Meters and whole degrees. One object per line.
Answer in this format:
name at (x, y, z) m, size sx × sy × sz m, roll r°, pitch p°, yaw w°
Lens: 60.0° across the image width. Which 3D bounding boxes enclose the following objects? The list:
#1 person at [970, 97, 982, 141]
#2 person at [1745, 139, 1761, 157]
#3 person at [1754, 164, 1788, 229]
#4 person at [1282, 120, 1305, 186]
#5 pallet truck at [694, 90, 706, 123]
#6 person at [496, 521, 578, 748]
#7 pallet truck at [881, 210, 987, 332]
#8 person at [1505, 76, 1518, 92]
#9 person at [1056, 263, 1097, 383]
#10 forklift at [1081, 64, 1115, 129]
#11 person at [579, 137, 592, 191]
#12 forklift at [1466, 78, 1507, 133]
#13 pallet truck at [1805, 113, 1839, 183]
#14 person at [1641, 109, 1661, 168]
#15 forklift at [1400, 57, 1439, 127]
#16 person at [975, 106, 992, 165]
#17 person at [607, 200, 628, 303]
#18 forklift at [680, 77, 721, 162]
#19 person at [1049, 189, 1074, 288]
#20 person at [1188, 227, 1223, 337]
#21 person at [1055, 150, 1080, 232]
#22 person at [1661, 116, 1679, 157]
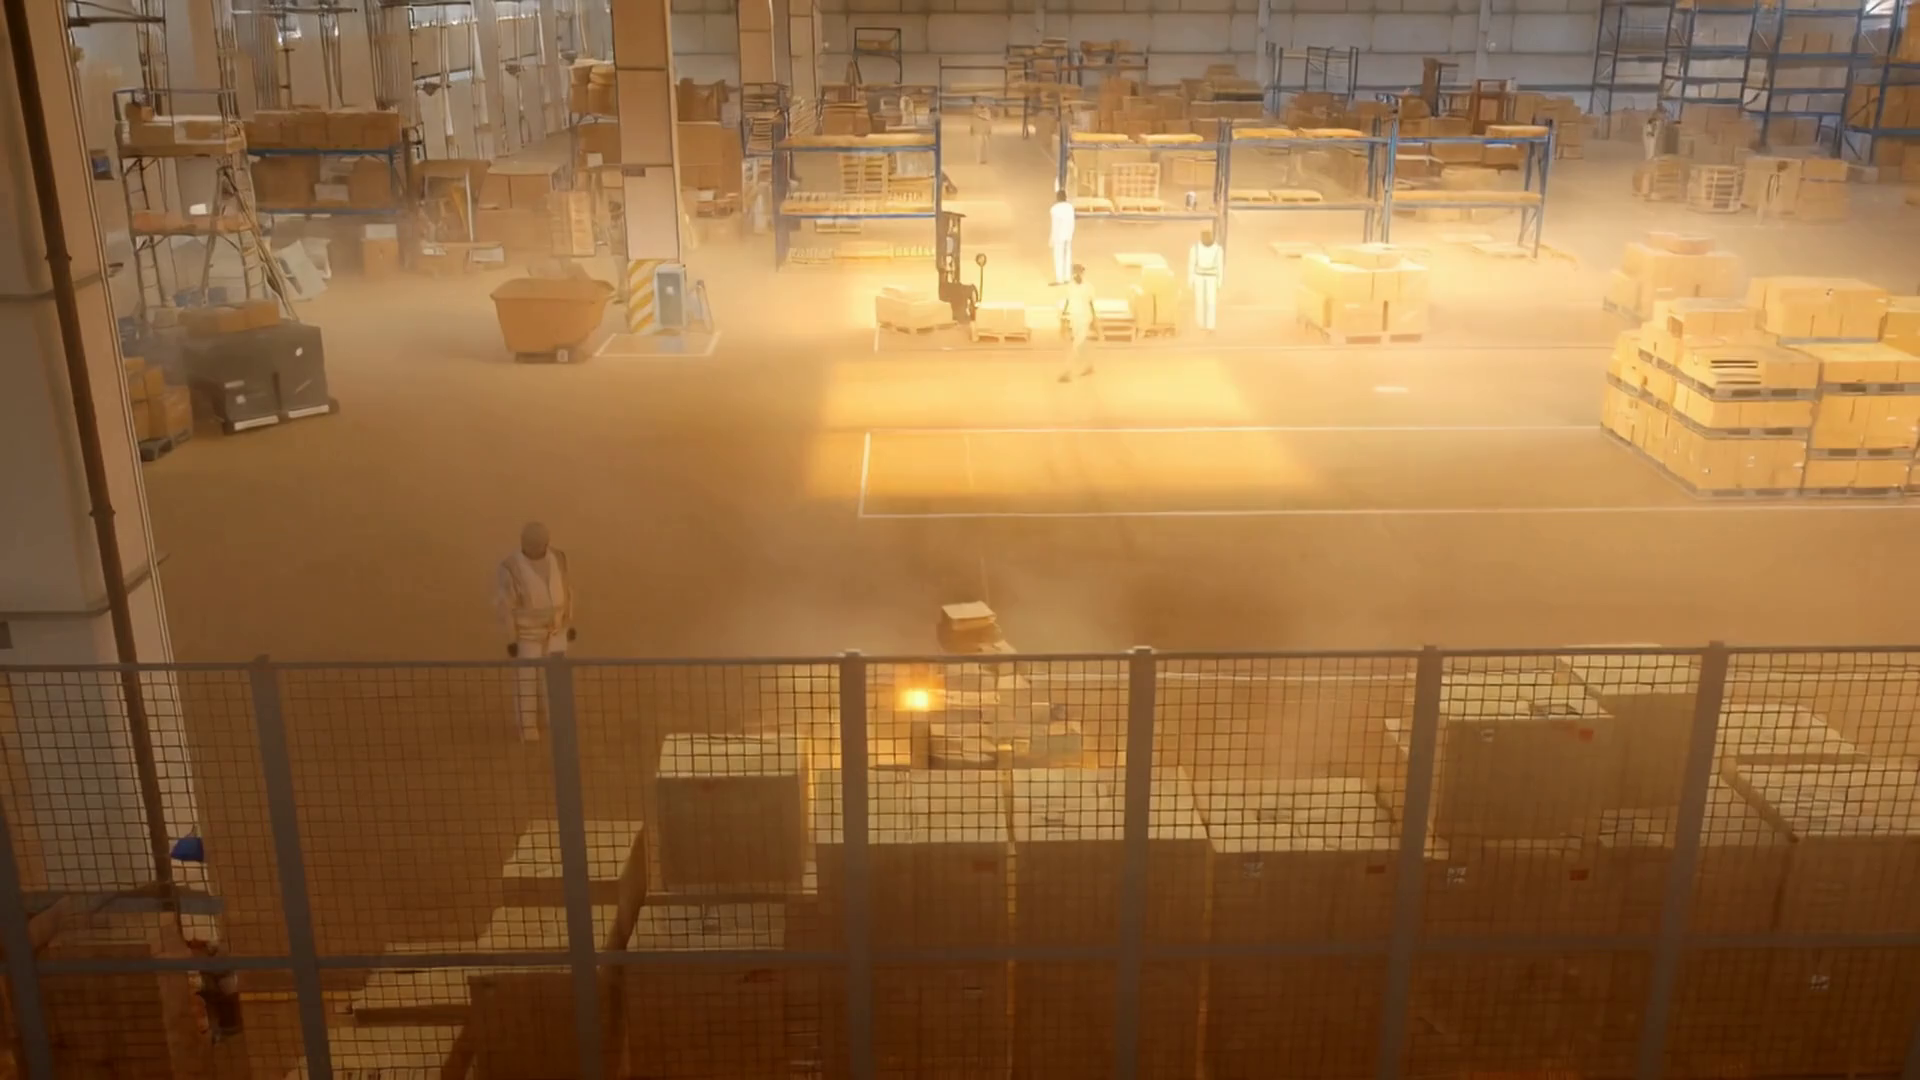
person at (0.606, -16.081, 63.445) m, size 0.554 × 1.644 × 0.873 m, roll 7°, pitch 20°, yaw 19°
person at (22.056, -10.303, 46.283) m, size 0.539 × 1.677 × 0.502 m, roll -4°, pitch 19°, yaw -12°
person at (20.016, -8.426, 40.852) m, size 0.790 × 1.588 × 0.533 m, roll 16°, pitch 24°, yaw 39°
person at (9.981, -11.591, 49.743) m, size 0.660 × 1.911 × 0.836 m, roll -8°, pitch 20°, yaw -22°
pallet truck at (-9.671, -15.907, 62.421) m, size 0.823 × 1.965 × 1.885 m, roll 5°, pitch 19°, yaw 15°
person at (-3.351, 0.734, 13.305) m, size 0.619 × 1.838 × 0.430 m, roll -17°, pitch 25°, yaw -42°
pallet truck at (-0.493, -4.759, 29.349) m, size 1.885 × 1.965 × 0.823 m, roll -13°, pitch 23°, yaw -34°
person at (23.964, -19.238, 72.450) m, size 0.560 × 1.915 × 0.849 m, roll 8°, pitch 20°, yaw 23°
person at (1.778, -3.326, 25.379) m, size 0.547 × 1.813 × 0.996 m, roll 16°, pitch 25°, yaw 40°
forklift at (5.614, -16.638, 63.230) m, size 1.873 × 2.768 × 1.129 m, roll -2°, pitch 19°, yaw -5°
person at (-9.948, -9.706, 44.134) m, size 0.371 × 1.927 × 0.588 m, roll -4°, pitch 19°, yaw -12°
forklift at (17.246, -13.658, 54.390) m, size 1.129 × 2.768 × 1.873 m, roll 0°, pitch 19°, yaw -1°
pallet truck at (26.403, -11.957, 50.702) m, size 0.823 × 1.965 × 1.885 m, roll 6°, pitch 19°, yaw 16°
person at (22.501, -13.044, 54.066) m, size 0.390 × 1.912 × 0.589 m, roll -3°, pitch 19°, yaw -10°
forklift at (19.363, -18.501, 68.756) m, size 1.873 × 2.768 × 1.129 m, roll -1°, pitch 19°, yaw -1°
person at (0.767, -13.518, 55.525) m, size 0.625 × 1.891 × 1.057 m, roll -5°, pitch 19°, yaw -13°
person at (-6.477, -5.484, 31.609) m, size 0.366 × 1.926 × 0.594 m, roll -13°, pitch 23°, yaw -33°
forklift at (-8.944, -13.866, 55.007) m, size 1.873 × 2.768 × 1.129 m, roll -1°, pitch 19°, yaw -1°
person at (2.013, -6.019, 33.176) m, size 0.632 × 1.938 × 0.359 m, roll -17°, pitch 25°, yaw -41°
person at (4.210, -4.411, 28.515) m, size 0.592 × 1.863 × 0.665 m, roll 2°, pitch 19°, yaw 5°
person at (2.540, -8.452, 40.239) m, size 0.674 × 2.000 × 0.536 m, roll -17°, pitch 25°, yaw -41°
person at (21.352, -11.759, 50.144) m, size 0.635 × 1.973 × 0.522 m, roll -11°, pitch 21°, yaw -29°
